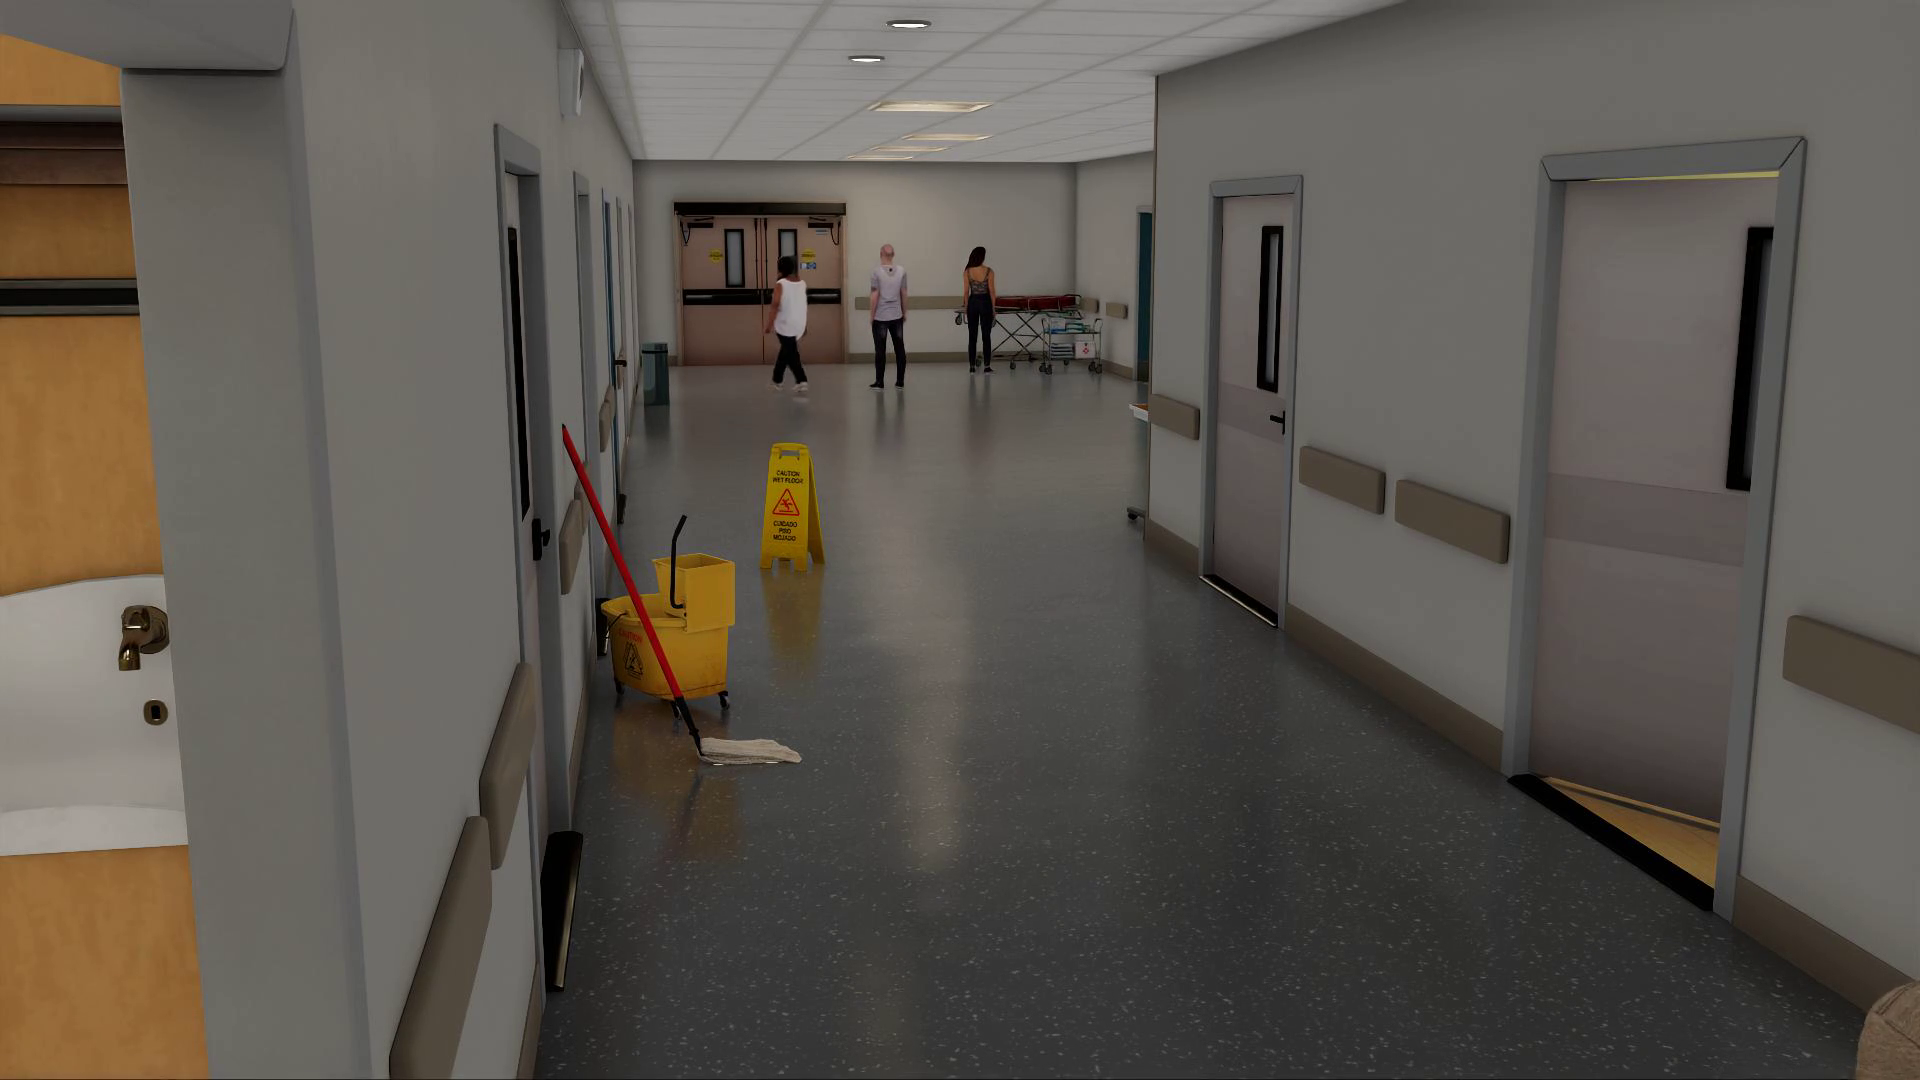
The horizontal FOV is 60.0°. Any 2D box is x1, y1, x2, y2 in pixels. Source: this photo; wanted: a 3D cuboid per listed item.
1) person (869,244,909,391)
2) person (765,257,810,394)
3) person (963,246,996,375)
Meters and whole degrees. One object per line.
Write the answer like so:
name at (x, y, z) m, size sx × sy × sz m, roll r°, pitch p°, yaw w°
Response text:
person at (-0.918, -2.840, 21.112) m, size 0.725 × 1.838 × 0.681 m, roll -5°, pitch 12°, yaw -26°
person at (-2.068, -2.602, 20.357) m, size 1.178 × 1.652 × 1.087 m, roll 9°, pitch 14°, yaw 38°
person at (0.277, -3.239, 23.397) m, size 0.677 × 1.770 × 0.650 m, roll 2°, pitch 11°, yaw 10°
